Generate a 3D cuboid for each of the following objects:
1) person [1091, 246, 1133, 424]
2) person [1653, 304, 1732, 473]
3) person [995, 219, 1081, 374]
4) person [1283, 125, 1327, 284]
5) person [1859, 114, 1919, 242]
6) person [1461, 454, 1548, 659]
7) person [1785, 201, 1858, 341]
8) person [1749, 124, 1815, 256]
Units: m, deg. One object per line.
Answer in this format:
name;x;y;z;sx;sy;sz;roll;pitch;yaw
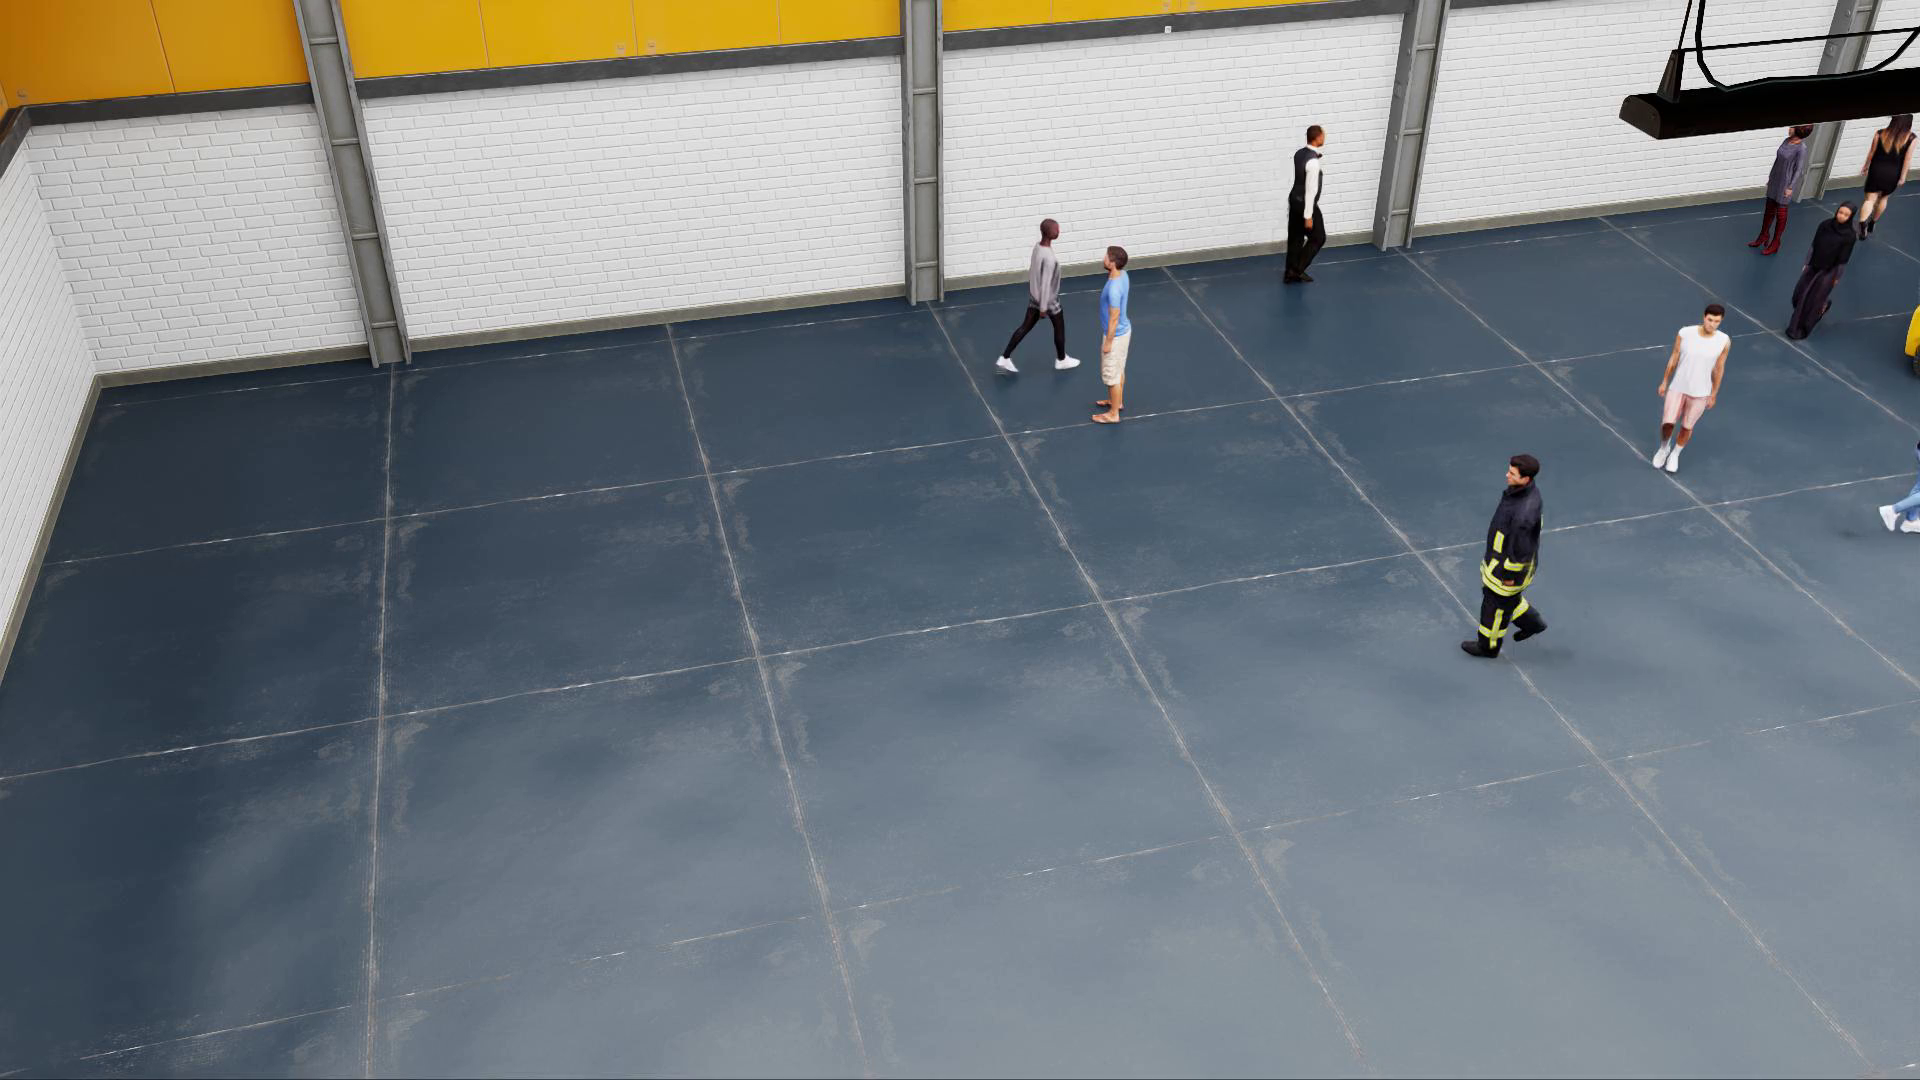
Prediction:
person;1.560;-2.066;16.639;0.755;1.862;0.750;9;35;13
person;6.967;-1.484;15.845;0.798;1.772;0.869;15;36;21
person;0.778;-2.517;17.426;1.181;1.741;0.672;-12;35;-17
person;3.913;-3.867;19.306;0.657;1.908;0.720;-7;34;-10
person;11.294;-4.429;20.352;1.069;1.686;1.127;17;37;24
person;4.484;0.144;13.272;1.067;1.908;0.996;6;34;10
person;9.536;-2.982;18.260;0.946;1.592;0.727;-16;37;-23
person;9.979;-4.314;20.158;0.527;1.710;0.601;-6;34;-9
